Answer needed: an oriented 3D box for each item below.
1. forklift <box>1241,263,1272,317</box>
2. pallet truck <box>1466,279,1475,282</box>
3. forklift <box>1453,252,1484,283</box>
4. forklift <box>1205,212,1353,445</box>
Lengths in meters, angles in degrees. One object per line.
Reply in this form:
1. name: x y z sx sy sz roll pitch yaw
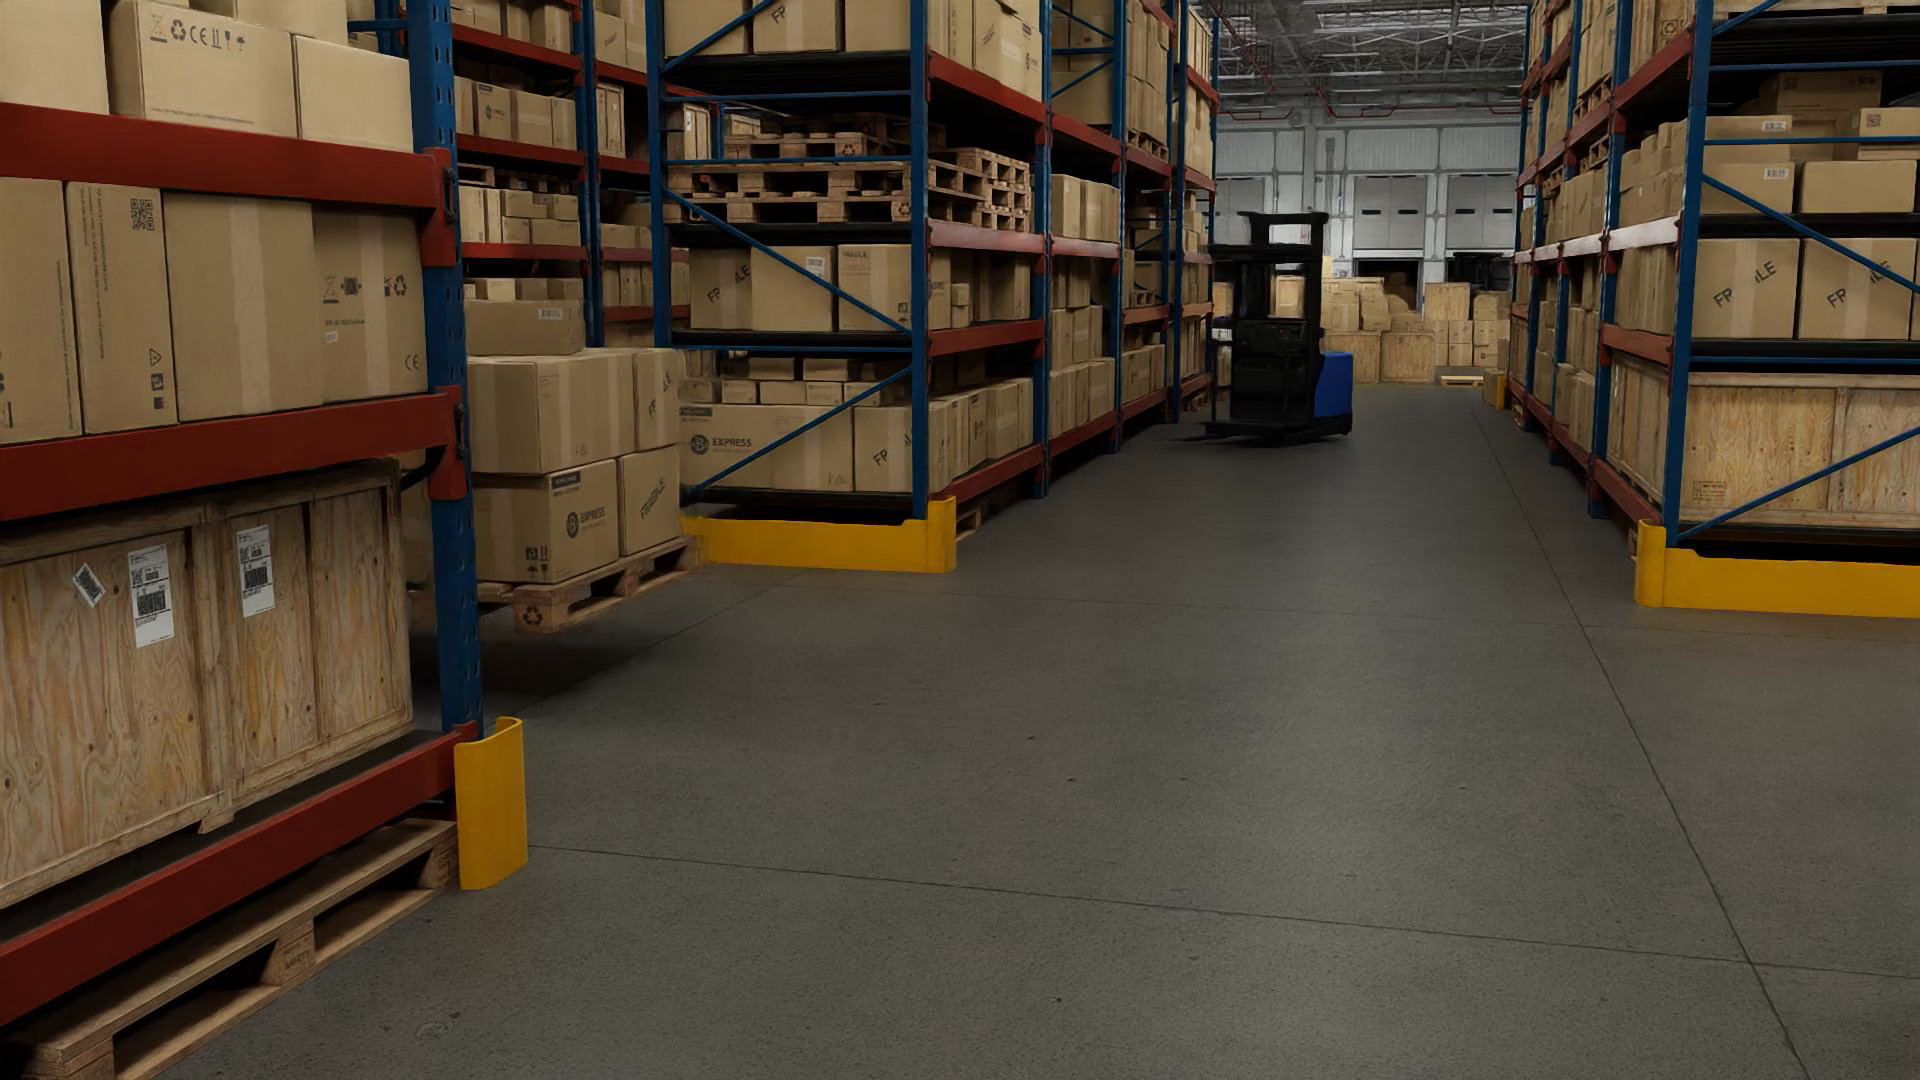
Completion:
1. forklift: 10.551 -8.662 58.805 1.129 2.768 1.873 2 9 15
2. pallet truck: 18.896 -8.459 60.307 1.885 1.965 0.823 5 10 31
3. forklift: 15.616 -7.466 51.204 1.129 2.768 1.873 -2 9 -13
4. forklift: 4.047 -2.660 20.673 1.129 2.768 1.873 7 12 39
